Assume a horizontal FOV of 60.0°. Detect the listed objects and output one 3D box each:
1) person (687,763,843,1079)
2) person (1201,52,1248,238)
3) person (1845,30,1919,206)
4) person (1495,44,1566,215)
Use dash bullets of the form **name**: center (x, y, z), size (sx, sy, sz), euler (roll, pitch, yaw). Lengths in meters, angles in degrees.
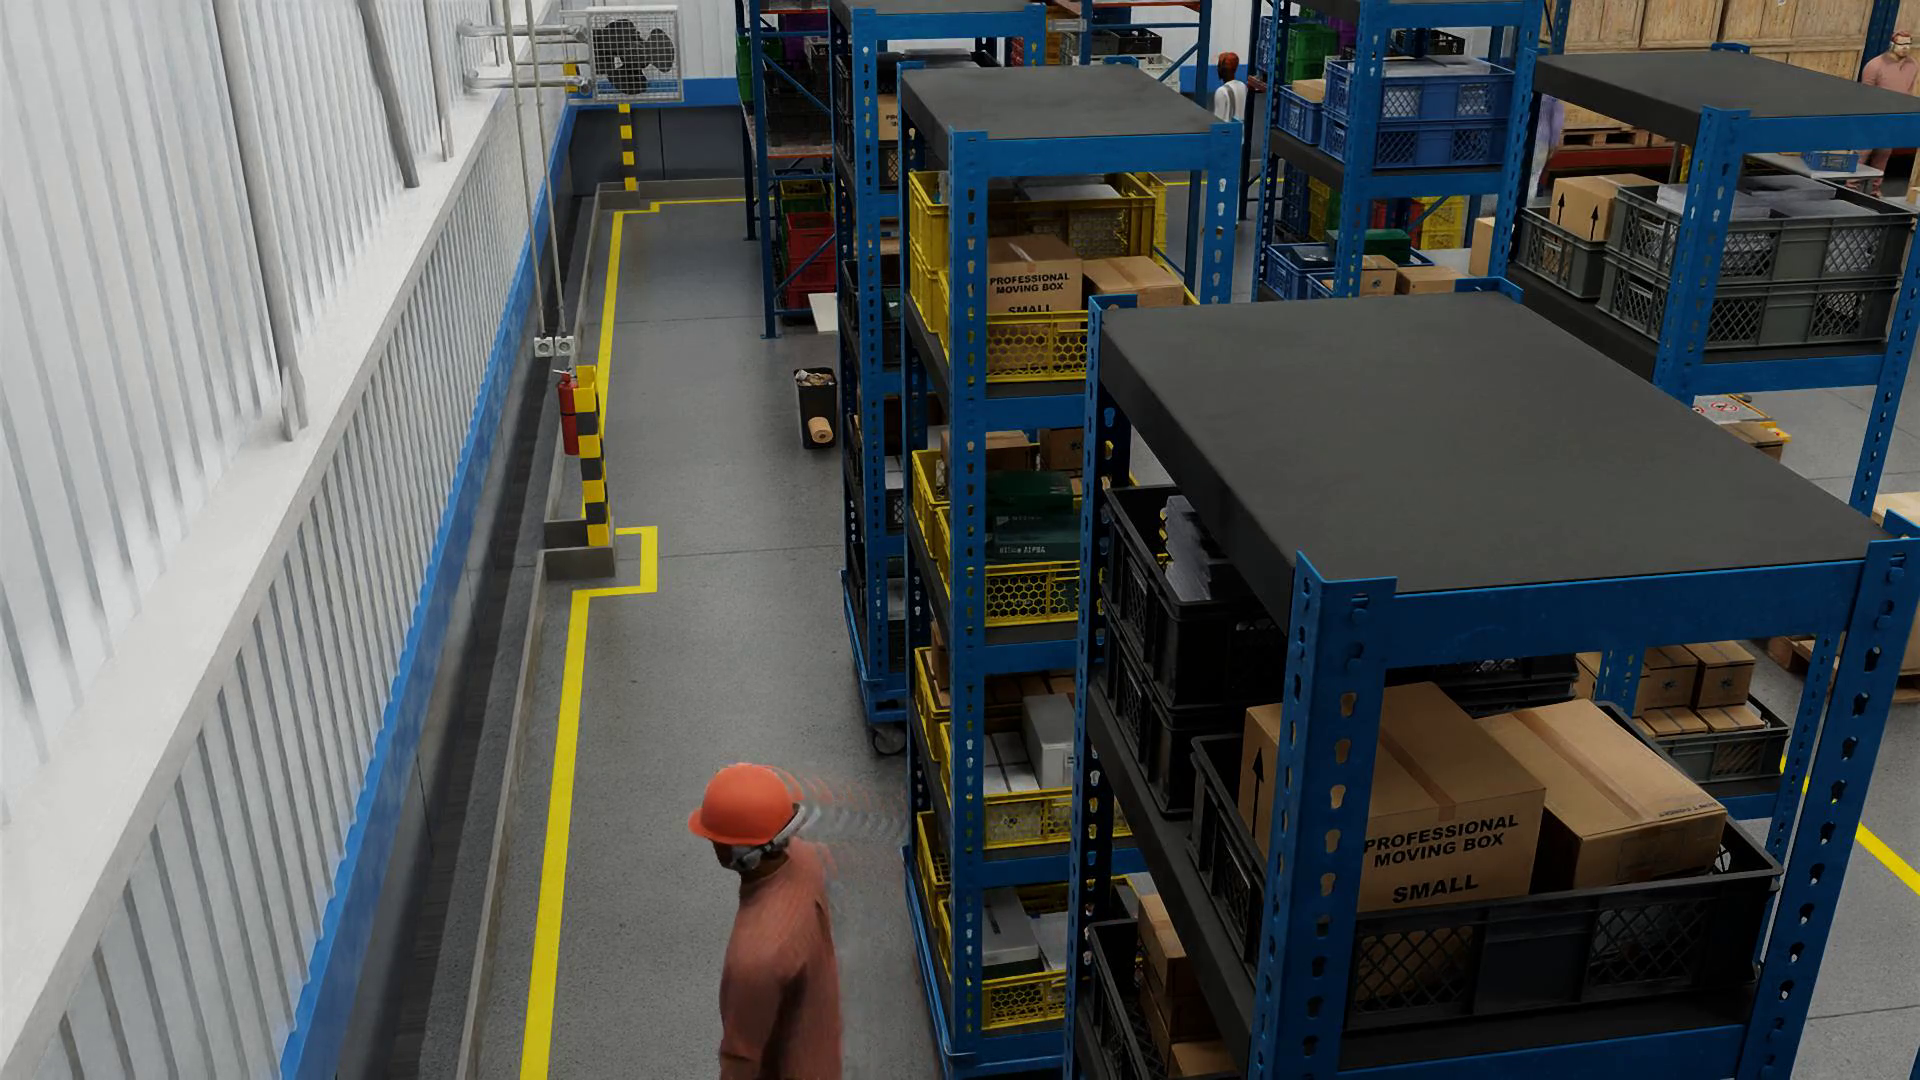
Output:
- **person**: center (-0.604, 1.530, 4.924), size (0.595, 1.975, 0.616), euler (1, 25, 2)
- **person**: center (2.766, -4.094, 17.262), size (0.342, 1.879, 0.581), euler (15, 29, 30)
- **person**: center (10.298, -4.696, 18.531), size (0.655, 1.906, 0.407), euler (-4, 25, -9)
- **person**: center (5.975, -4.191, 17.415), size (0.639, 1.924, 0.452), euler (19, 31, 36)
